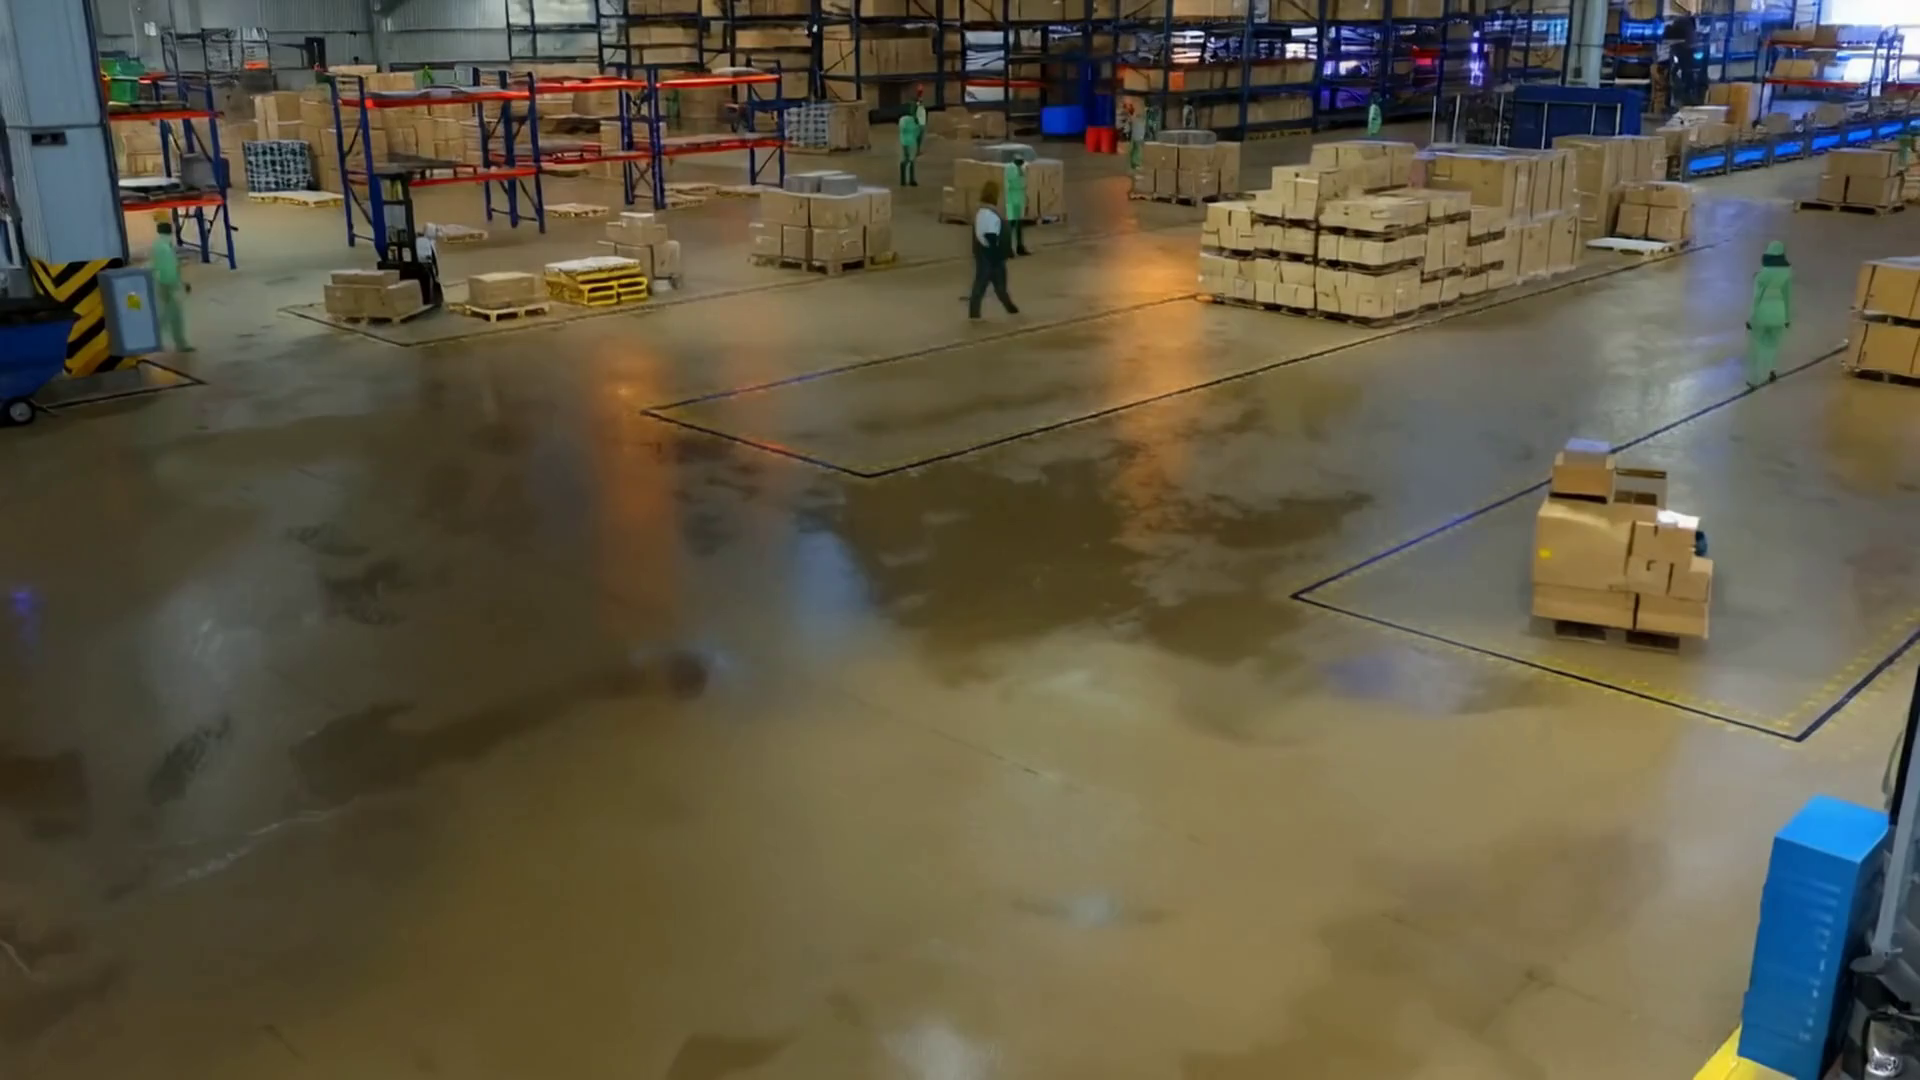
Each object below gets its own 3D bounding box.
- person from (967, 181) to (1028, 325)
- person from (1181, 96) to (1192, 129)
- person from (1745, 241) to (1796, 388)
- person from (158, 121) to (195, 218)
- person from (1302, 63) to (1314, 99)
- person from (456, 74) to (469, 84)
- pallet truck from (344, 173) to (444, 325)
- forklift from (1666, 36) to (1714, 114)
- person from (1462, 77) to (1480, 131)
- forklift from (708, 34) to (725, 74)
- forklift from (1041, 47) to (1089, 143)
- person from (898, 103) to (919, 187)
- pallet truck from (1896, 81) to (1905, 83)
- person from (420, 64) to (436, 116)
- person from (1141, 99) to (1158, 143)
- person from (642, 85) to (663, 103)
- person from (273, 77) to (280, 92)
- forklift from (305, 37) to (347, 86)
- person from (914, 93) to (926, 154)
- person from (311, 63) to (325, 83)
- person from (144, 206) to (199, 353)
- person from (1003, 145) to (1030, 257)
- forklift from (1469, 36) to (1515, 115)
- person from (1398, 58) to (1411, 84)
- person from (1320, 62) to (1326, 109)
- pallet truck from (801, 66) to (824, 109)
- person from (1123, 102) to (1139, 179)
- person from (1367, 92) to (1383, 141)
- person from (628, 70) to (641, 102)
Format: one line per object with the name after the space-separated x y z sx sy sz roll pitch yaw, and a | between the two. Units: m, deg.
0.545 -4.006 23.162 0.979 2.000 0.698 -1 18 -2 | person
6.411 -11.734 47.074 0.313 1.639 0.517 8 20 22 | person
9.455 -2.620 19.459 0.503 1.730 0.403 3 19 8 | person
-16.153 -7.611 34.185 0.628 1.940 0.373 12 22 32 | person
14.089 -18.619 67.422 0.663 1.888 0.658 7 20 21 | person
-16.371 -14.562 55.317 0.833 1.811 0.661 8 20 23 | person
-8.209 -4.181 23.757 0.823 1.965 1.885 3 19 9 | pallet truck
27.341 -17.291 61.877 1.129 2.768 1.873 17 25 41 | forklift
16.838 -14.377 54.872 0.528 1.754 0.504 3 19 9 | person
-9.459 -18.492 65.495 1.129 2.768 1.873 17 25 41 | forklift
3.460 -13.673 50.976 1.129 2.768 1.873 17 25 41 | forklift
-1.202 -9.368 39.459 0.606 1.957 0.383 15 23 37 | person
34.802 -16.331 61.455 0.653 1.274 1.630 17 25 41 | pallet truck
-19.168 -16.170 59.994 0.567 1.925 0.601 -7 20 -20 | person
5.328 -11.417 46.167 0.504 1.599 0.538 -7 20 -20 | person
-9.037 -12.545 49.076 0.649 1.922 0.551 -8 20 -22 | person
-20.954 -13.185 50.976 0.633 1.938 0.356 17 25 42 | person
-23.463 -16.984 60.951 1.129 2.768 1.873 17 25 41 | forklift
-1.153 -11.845 47.332 0.321 1.689 0.530 7 20 20 | person
-23.199 -16.299 60.366 1.016 1.949 0.618 -8 20 -22 | person
-10.278 -3.351 21.404 0.691 1.902 0.593 1 18 4 | person
1.014 -5.941 29.180 0.540 1.929 0.391 -15 24 -38 | person
19.973 -17.201 61.605 1.873 2.768 1.129 16 24 40 | forklift
20.974 -22.216 78.427 0.967 1.801 0.636 -16 24 -39 | person
13.389 -16.901 62.008 0.387 2.045 0.605 -5 19 -14 | person
-4.812 -15.182 56.903 0.823 1.965 1.885 -9 21 -26 | pallet truck
4.226 -9.854 41.049 0.333 1.872 0.515 9 20 25 | person
10.883 -10.771 43.708 0.357 1.938 0.543 13 22 34 | person
-11.047 -14.862 56.083 0.591 1.911 0.389 -8 20 -23 | person
